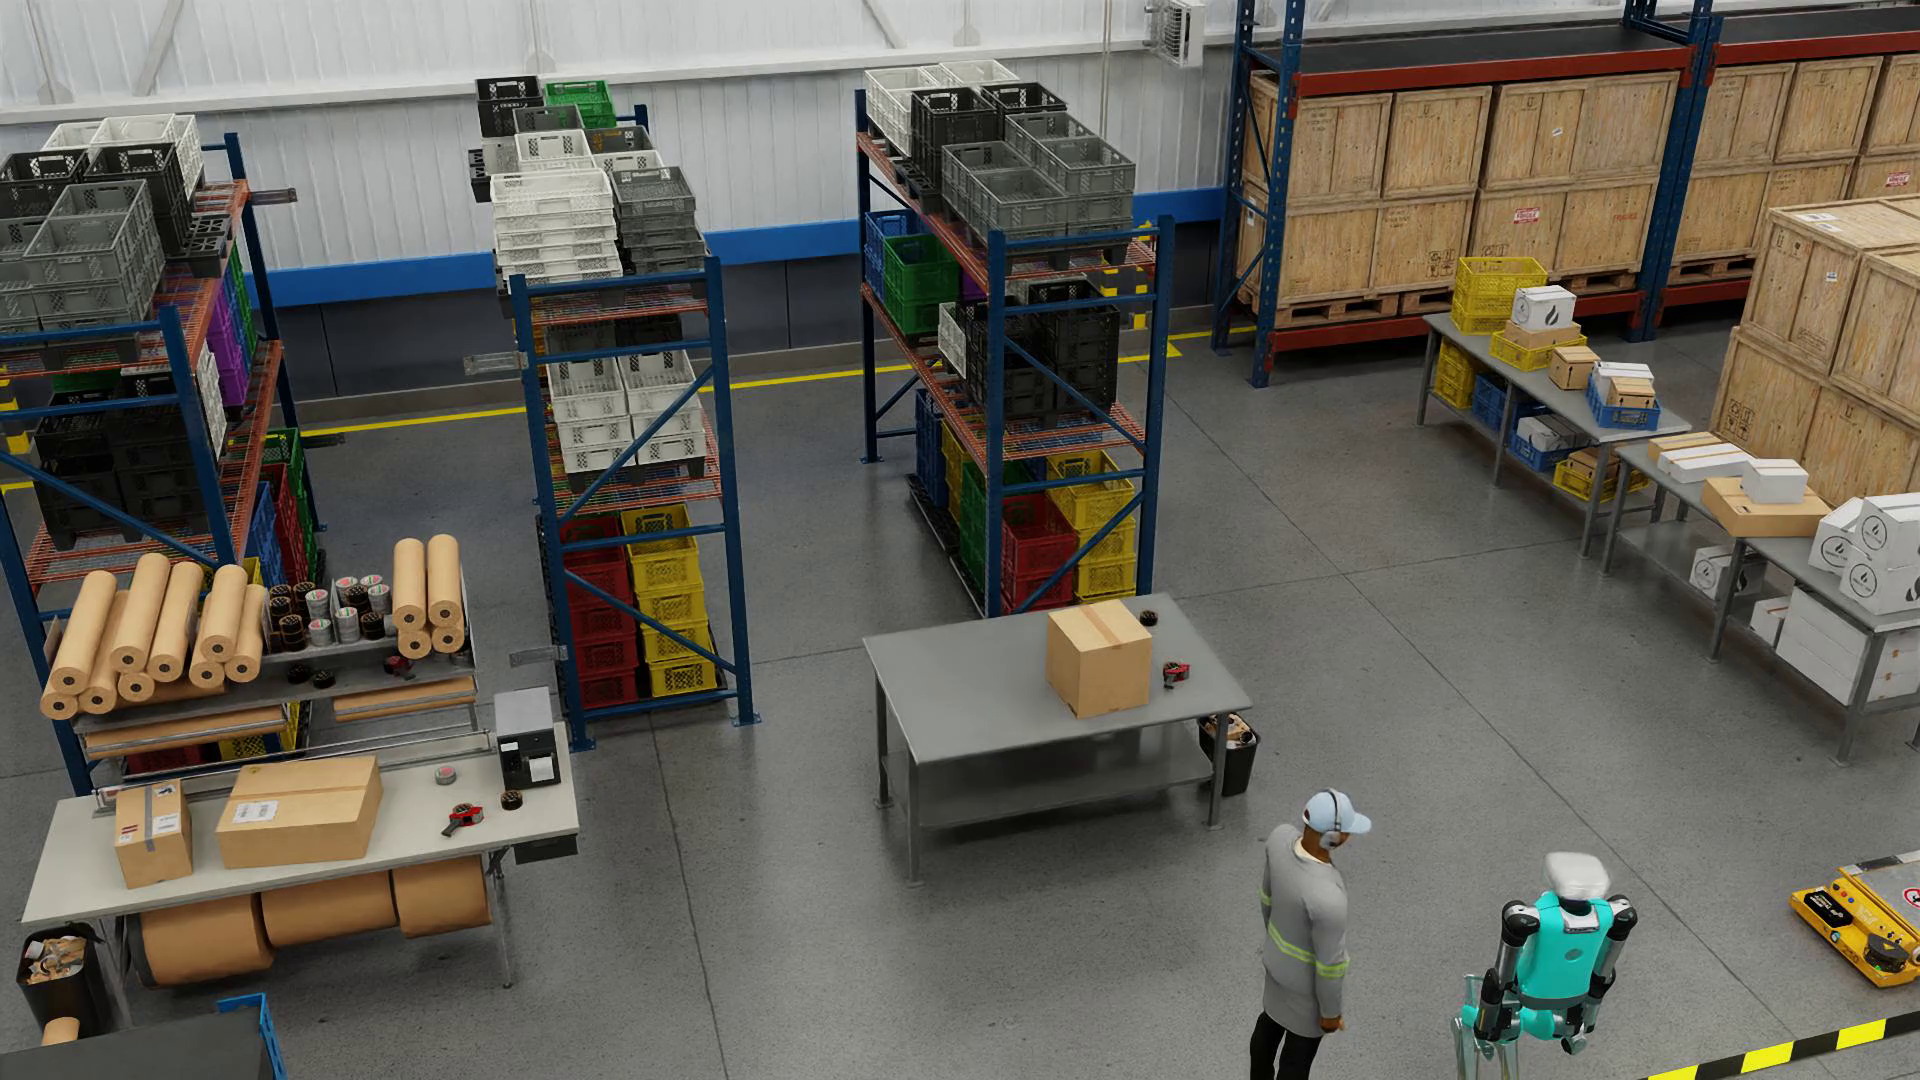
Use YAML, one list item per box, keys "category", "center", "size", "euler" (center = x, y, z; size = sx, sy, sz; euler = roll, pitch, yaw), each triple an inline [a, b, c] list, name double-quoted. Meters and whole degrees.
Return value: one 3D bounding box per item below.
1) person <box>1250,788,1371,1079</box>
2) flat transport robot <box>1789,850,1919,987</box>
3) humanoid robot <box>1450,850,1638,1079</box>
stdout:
- category: "person"
  center: [1.500, 1.840, 7.175]
  size: [0.395, 1.848, 0.586]
  euler: [-8, 30, -15]
- category: "flat transport robot"
  center: [5.163, 1.916, 8.676]
  size: [1.431, 0.231, 0.659]
  euler: [-8, 30, -14]
- category: "humanoid robot"
  center: [2.379, 1.888, 7.065]
  size: [0.533, 1.675, 0.735]
  euler: [-3, 29, -5]
